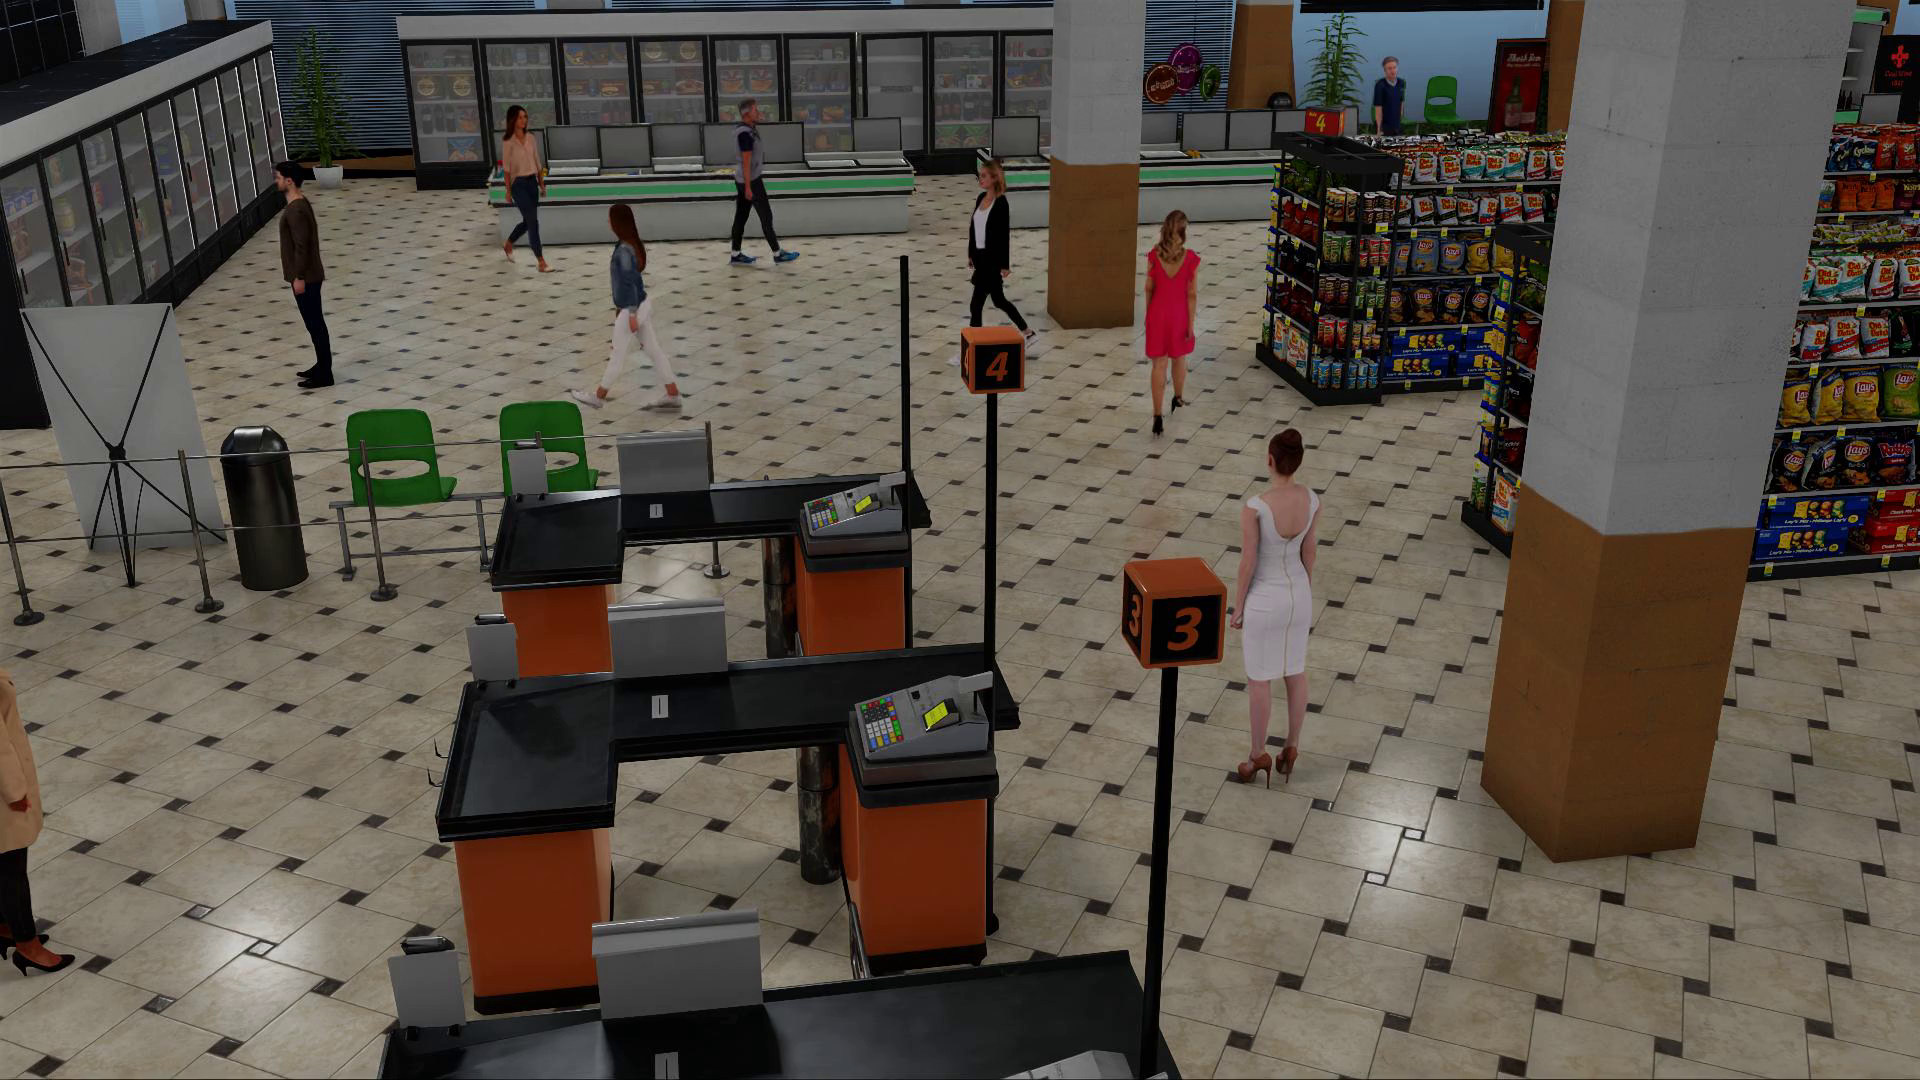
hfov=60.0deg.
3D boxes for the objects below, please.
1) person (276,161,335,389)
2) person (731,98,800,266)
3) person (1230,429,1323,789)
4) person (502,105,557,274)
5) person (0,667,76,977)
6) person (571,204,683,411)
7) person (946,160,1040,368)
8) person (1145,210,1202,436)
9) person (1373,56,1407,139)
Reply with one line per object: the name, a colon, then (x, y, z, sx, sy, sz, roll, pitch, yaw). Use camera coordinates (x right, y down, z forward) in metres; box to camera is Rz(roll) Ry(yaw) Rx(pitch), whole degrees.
person: (-5.494, -2.232, 13.957, 0.629, 1.889, 0.687, -8, 23, -18)
person: (-2.399, -3.879, 18.170, 0.951, 1.803, 0.699, -4, 22, -9)
person: (1.470, 0.323, 7.728, 0.469, 1.791, 0.652, -7, 23, -17)
person: (-4.766, -3.794, 18.010, 1.114, 1.764, 1.089, 16, 27, 35)
person: (-3.747, 0.915, 6.401, 0.709, 1.682, 0.734, 19, 29, 39)
person: (-2.492, -1.797, 13.182, 1.139, 1.659, 0.784, 0, 22, 1)
person: (0.348, -2.393, 14.531, 1.274, 1.759, 0.898, -11, 25, -26)
person: (1.578, -1.633, 12.735, 1.046, 1.689, 0.940, 6, 23, 14)
person: (5.592, -5.437, 21.992, 0.703, 1.844, 0.809, -11, 24, -25)
